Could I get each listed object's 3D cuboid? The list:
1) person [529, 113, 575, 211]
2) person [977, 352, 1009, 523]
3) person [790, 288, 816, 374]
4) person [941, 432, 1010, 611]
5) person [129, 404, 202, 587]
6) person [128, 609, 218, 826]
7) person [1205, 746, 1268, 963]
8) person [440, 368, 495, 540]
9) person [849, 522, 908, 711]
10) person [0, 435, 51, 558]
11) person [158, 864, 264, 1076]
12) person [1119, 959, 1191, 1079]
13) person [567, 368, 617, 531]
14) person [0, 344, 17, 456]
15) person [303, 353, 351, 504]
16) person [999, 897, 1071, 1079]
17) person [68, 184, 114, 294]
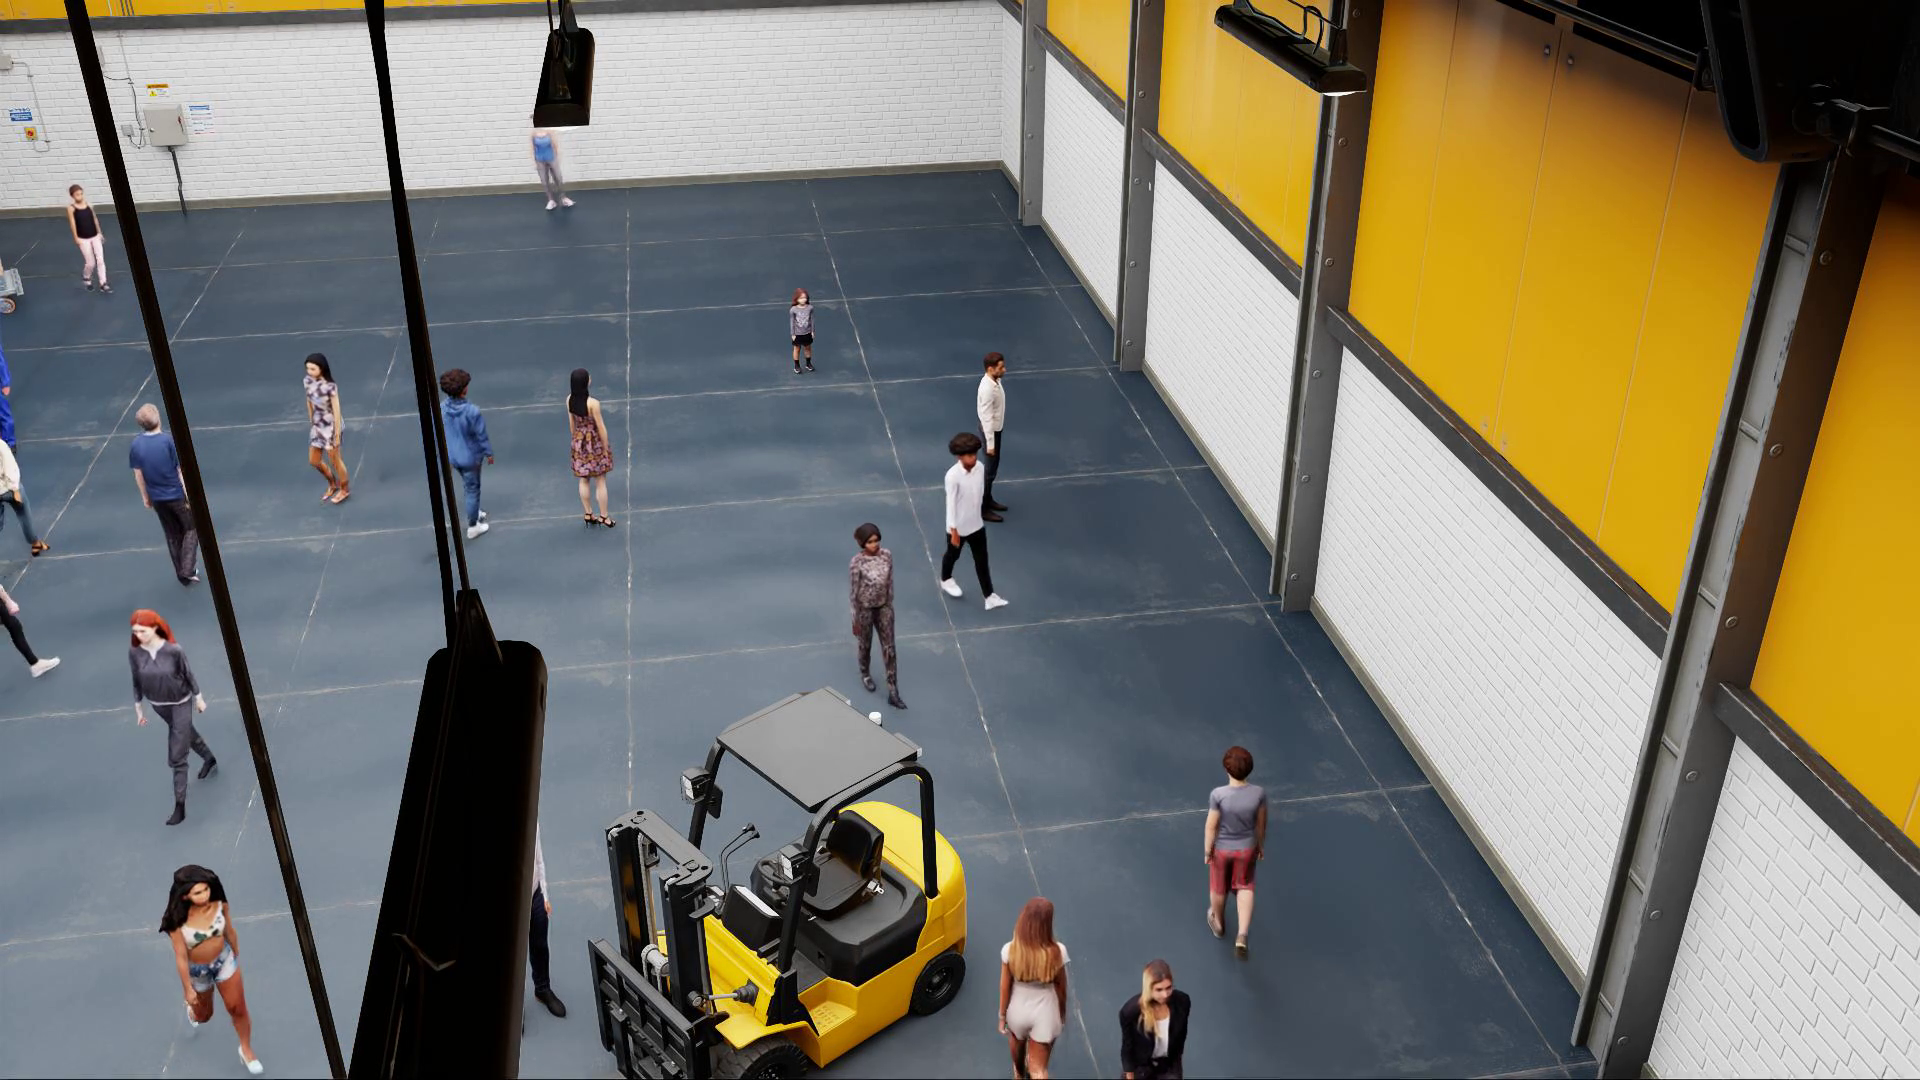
[{"bbox_3d":[-6.590,-6.078,26.670,0.742,1.578,0.600,-14,31,-23],"label":"person"},{"bbox_3d":[0.303,-1.082,17.211,0.790,1.865,0.594,3,29,6],"label":"person"},{"bbox_3d":[-1.984,-2.646,20.873,0.507,1.105,0.504,-12,31,-21],"label":"person"},{"bbox_3d":[-0.011,-0.197,15.698,1.020,1.761,1.220,-22,35,-34],"label":"person"},{"bbox_3d":[-7.581,-0.352,15.896,0.702,1.844,0.842,-1,29,-2],"label":"person"},{"bbox_3d":[-6.150,1.273,13.051,0.783,1.715,1.225,1,29,2],"label":"person"},{"bbox_3d":[1.904,2.187,11.459,0.715,1.635,0.980,1,29,1],"label":"person"},{"bbox_3d":[-5.067,-0.843,16.847,0.842,1.795,0.886,11,31,19],"label":"person"},{"bbox_3d":[-0.789,0.590,14.334,0.770,1.686,1.022,-13,31,-23],"label":"person"},{"bbox_3d":[-9.450,-0.447,16.267,0.905,1.655,1.129,7,29,12],"label":"person"},{"bbox_3d":[-4.785,2.711,10.532,0.989,1.604,0.881,23,36,35],"label":"person"},{"bbox_3d":[1.090,3.068,9.831,0.576,1.648,0.896,-5,29,-9],"label":"person"},{"bbox_3d":[-3.787,-0.933,17.033,0.799,1.774,0.843,12,31,21],"label":"person"},{"bbox_3d":[-10.863,-1.779,18.544,0.785,1.813,0.856,-8,30,-14],"label":"person"},{"bbox_3d":[-6.618,-1.200,17.583,0.734,1.716,0.765,13,31,23],"label":"person"},{"bbox_3d":[0.439,2.939,10.059,0.754,1.656,1.170,1,29,2],"label":"person"},{"bbox_3d":[-12.239,-4.226,23.298,0.776,1.556,0.717,18,33,29],"label":"person"}]
